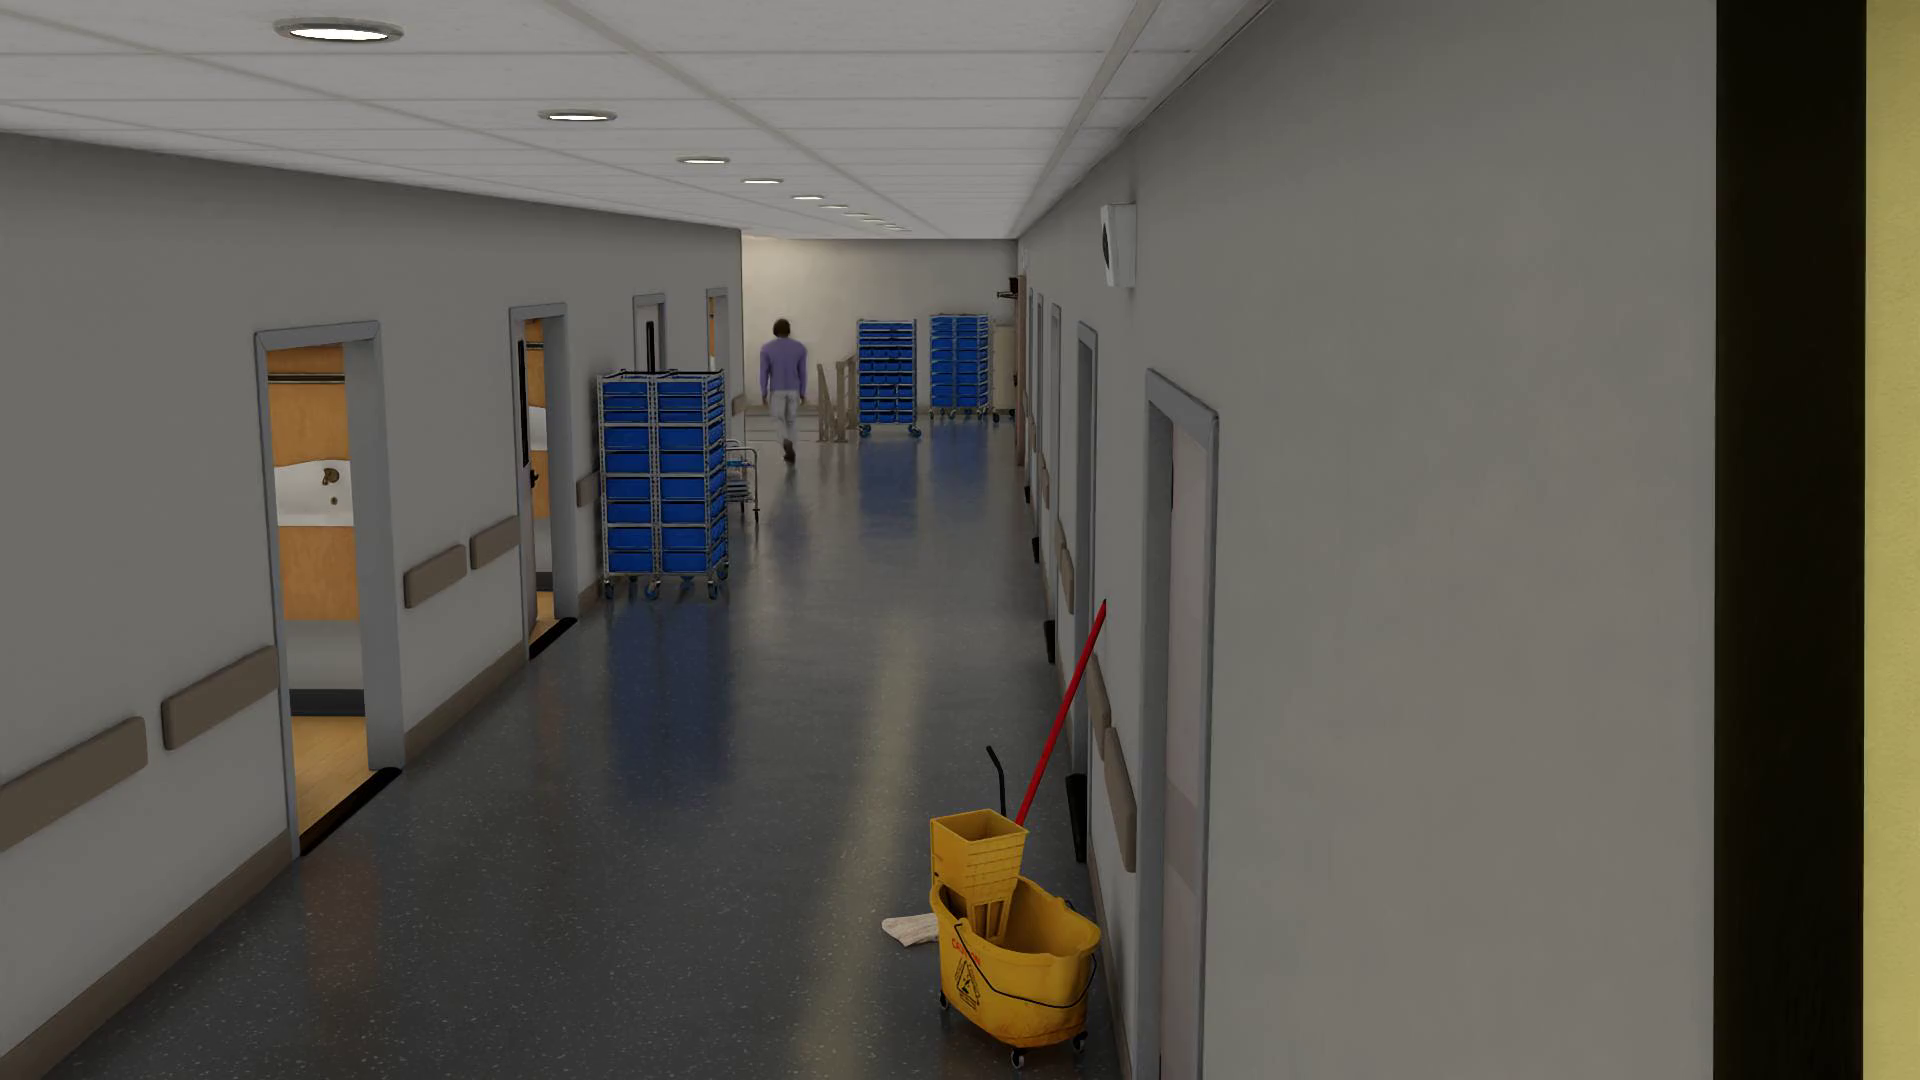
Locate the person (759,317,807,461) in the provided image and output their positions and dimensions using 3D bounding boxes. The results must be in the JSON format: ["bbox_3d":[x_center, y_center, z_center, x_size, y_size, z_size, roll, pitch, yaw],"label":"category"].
[{"bbox_3d":[-2.278,-1.937,21.685,0.626,1.919,0.723,-3,10,-18],"label":"person"}]
